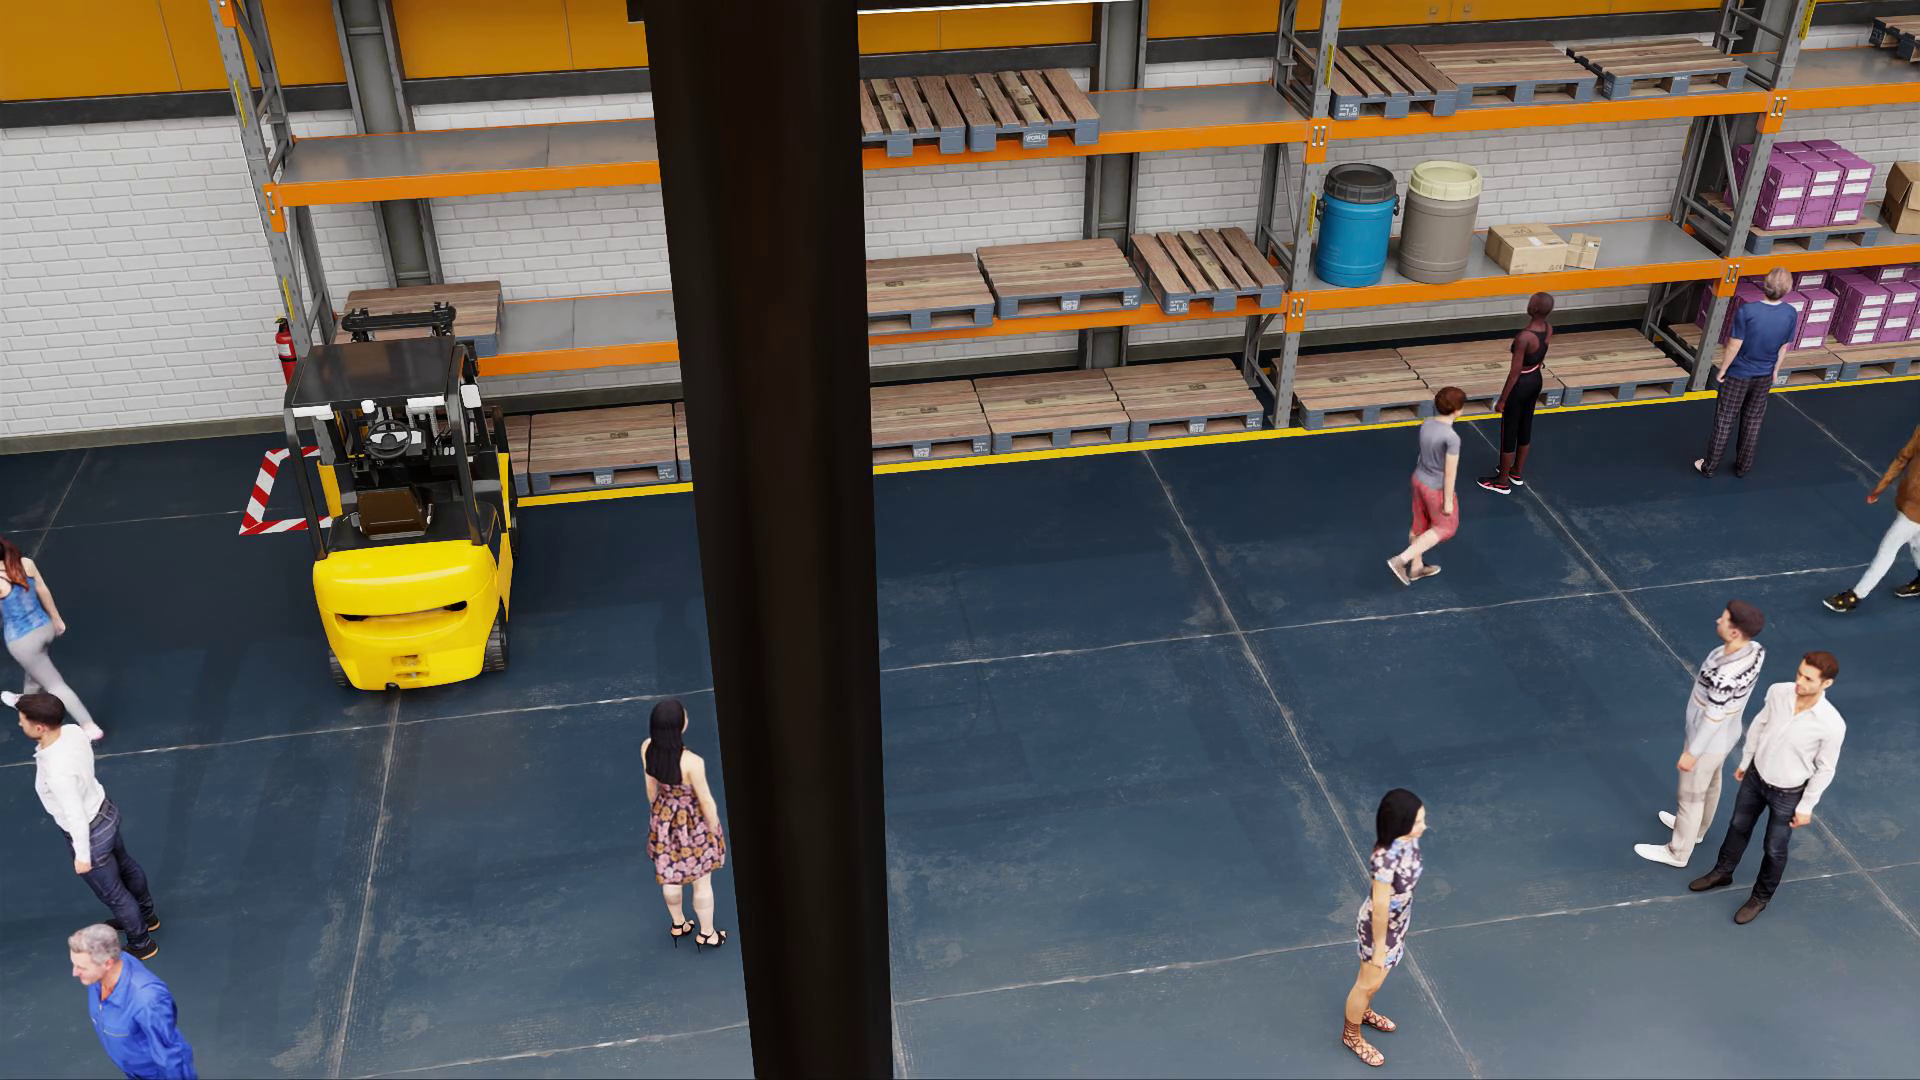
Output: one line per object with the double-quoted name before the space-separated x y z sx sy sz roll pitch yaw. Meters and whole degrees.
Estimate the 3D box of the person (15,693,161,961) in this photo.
"person" -4.779 1.579 9.157 0.586 1.867 0.617 -7 34 -11

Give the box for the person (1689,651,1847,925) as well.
"person" 4.646 1.381 9.452 0.662 1.870 0.717 -17 37 -23

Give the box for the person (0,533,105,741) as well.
"person" -5.981 0.661 10.813 1.140 1.564 0.873 8 35 13

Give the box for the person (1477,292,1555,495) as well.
"person" 4.549 -1.198 13.434 0.617 1.757 0.721 -24 40 -31

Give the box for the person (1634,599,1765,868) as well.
"person" 4.445 1.144 9.817 0.829 1.862 0.733 28 42 35

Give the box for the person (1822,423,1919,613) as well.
"person" 6.992 -0.266 12.022 1.206 1.768 0.643 -5 34 -7

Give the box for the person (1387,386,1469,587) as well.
"person" 3.423 -0.361 12.277 0.822 1.643 0.675 -11 35 -16

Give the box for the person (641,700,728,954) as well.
"person" -1.530 1.591 9.223 0.788 1.774 0.862 15 37 22

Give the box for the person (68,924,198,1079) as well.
"person" -3.787 2.466 7.860 0.777 1.825 0.824 23 40 30

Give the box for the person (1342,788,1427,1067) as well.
"person" 2.210 1.989 8.661 0.715 1.733 0.673 18 37 24

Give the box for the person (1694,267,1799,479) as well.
"person" 6.449 -1.358 13.572 0.570 1.872 0.771 2 34 3
